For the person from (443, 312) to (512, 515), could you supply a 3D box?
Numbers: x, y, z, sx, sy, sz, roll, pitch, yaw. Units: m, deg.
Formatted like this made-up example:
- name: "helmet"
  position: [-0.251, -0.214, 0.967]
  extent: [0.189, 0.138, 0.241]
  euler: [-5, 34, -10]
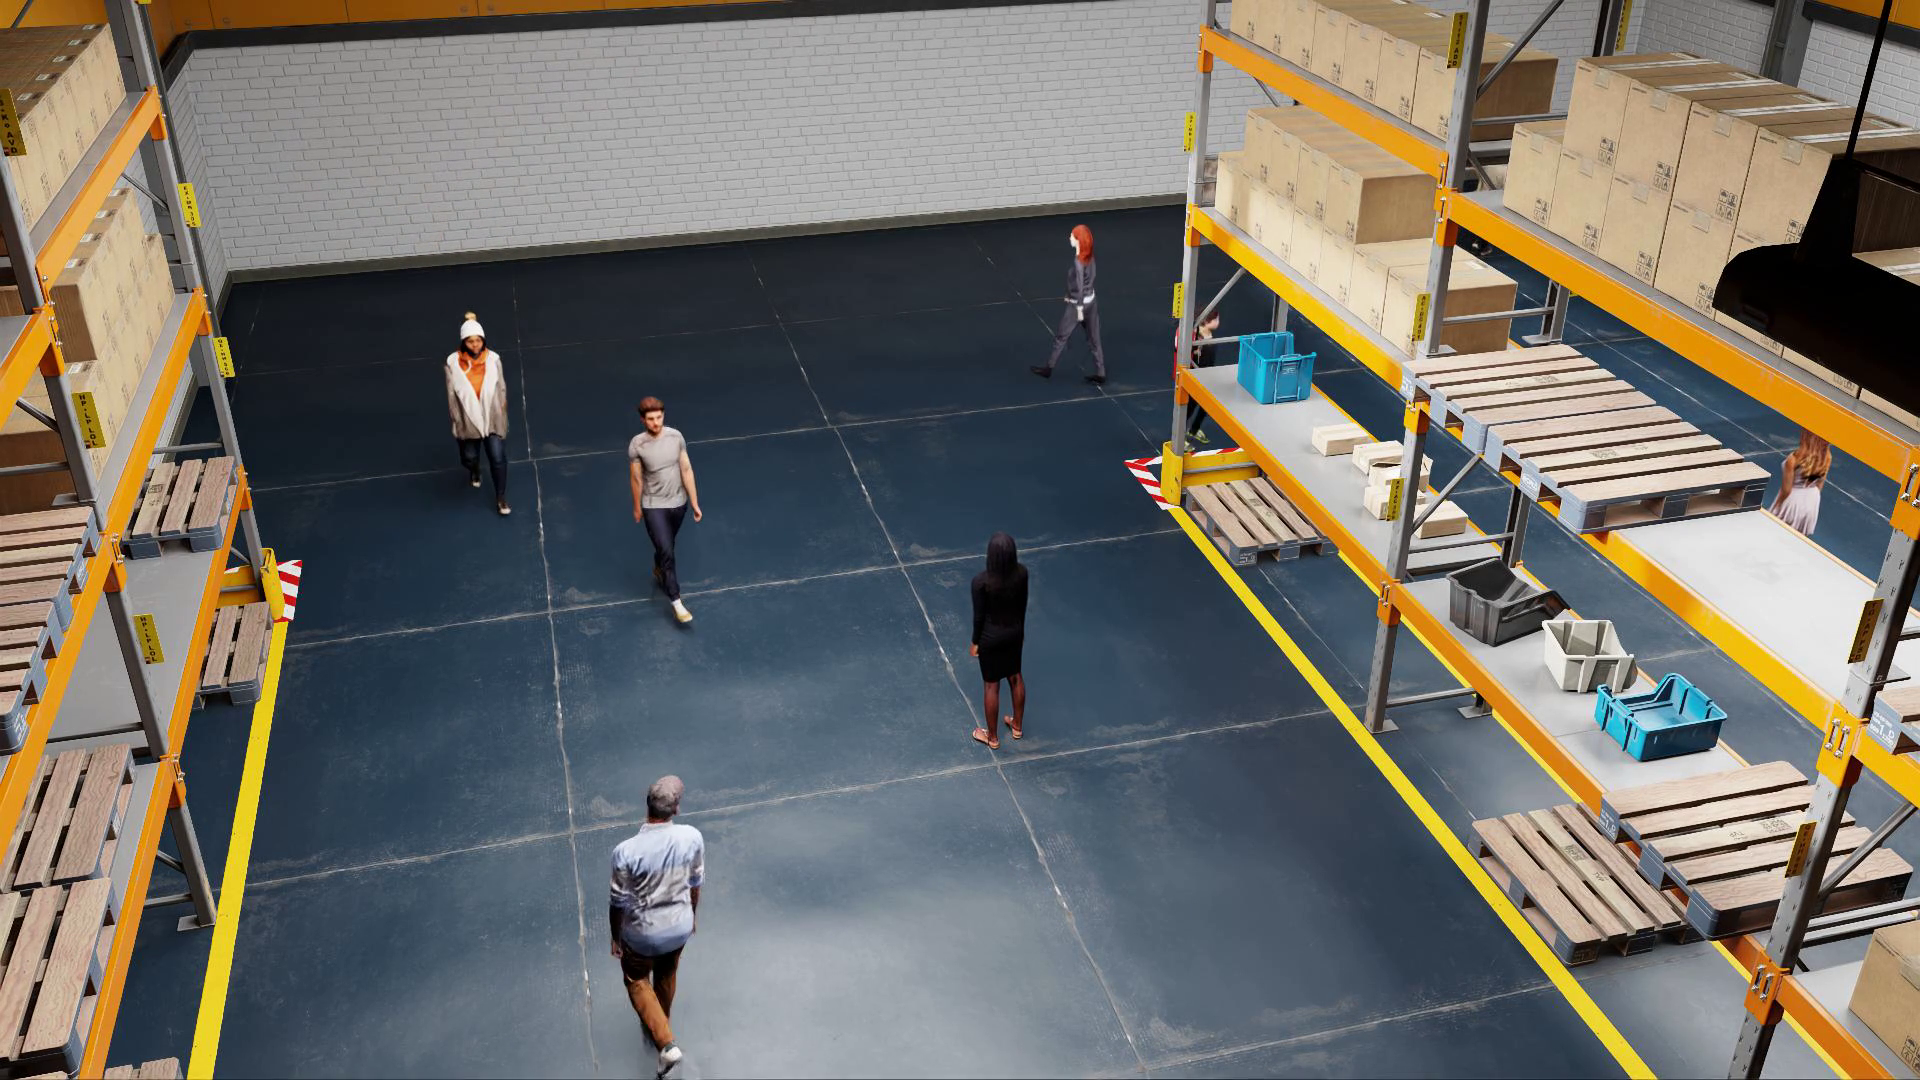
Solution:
- name: "person"
  position: [-4.374, -1.168, 15.094]
  extent: [0.742, 1.873, 0.968]
  euler: [-11, 30, -19]

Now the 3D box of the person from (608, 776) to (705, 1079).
- name: "person"
  position: [-1.631, 2.148, 9.102]
  extent: [0.887, 1.789, 1.030]
  euler: [-20, 34, -32]

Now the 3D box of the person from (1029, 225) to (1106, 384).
- name: "person"
  position: [1.367, -2.448, 17.581]
  extent: [1.055, 1.739, 1.073]
  euler: [12, 31, 20]

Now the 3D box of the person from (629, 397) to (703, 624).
- name: "person"
  position: [-2.441, -0.324, 13.576]
  extent: [0.890, 1.846, 1.262]
  euler: [-17, 33, -29]

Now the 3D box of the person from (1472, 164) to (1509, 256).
- name: "person"
  position: [6.788, -4.367, 21.398]
  extent: [0.648, 1.452, 0.726]
  euler: [20, 35, 32]

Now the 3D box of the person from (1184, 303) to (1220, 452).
- name: "person"
  position: [2.280, -1.595, 16.234]
  extent: [0.759, 1.531, 0.698]
  euler: [12, 31, 21]

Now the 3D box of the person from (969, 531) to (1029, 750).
- name: "person"
  position: [0.285, 0.696, 11.838]
  extent: [0.667, 1.719, 0.607]
  euler: [-16, 32, -26]
